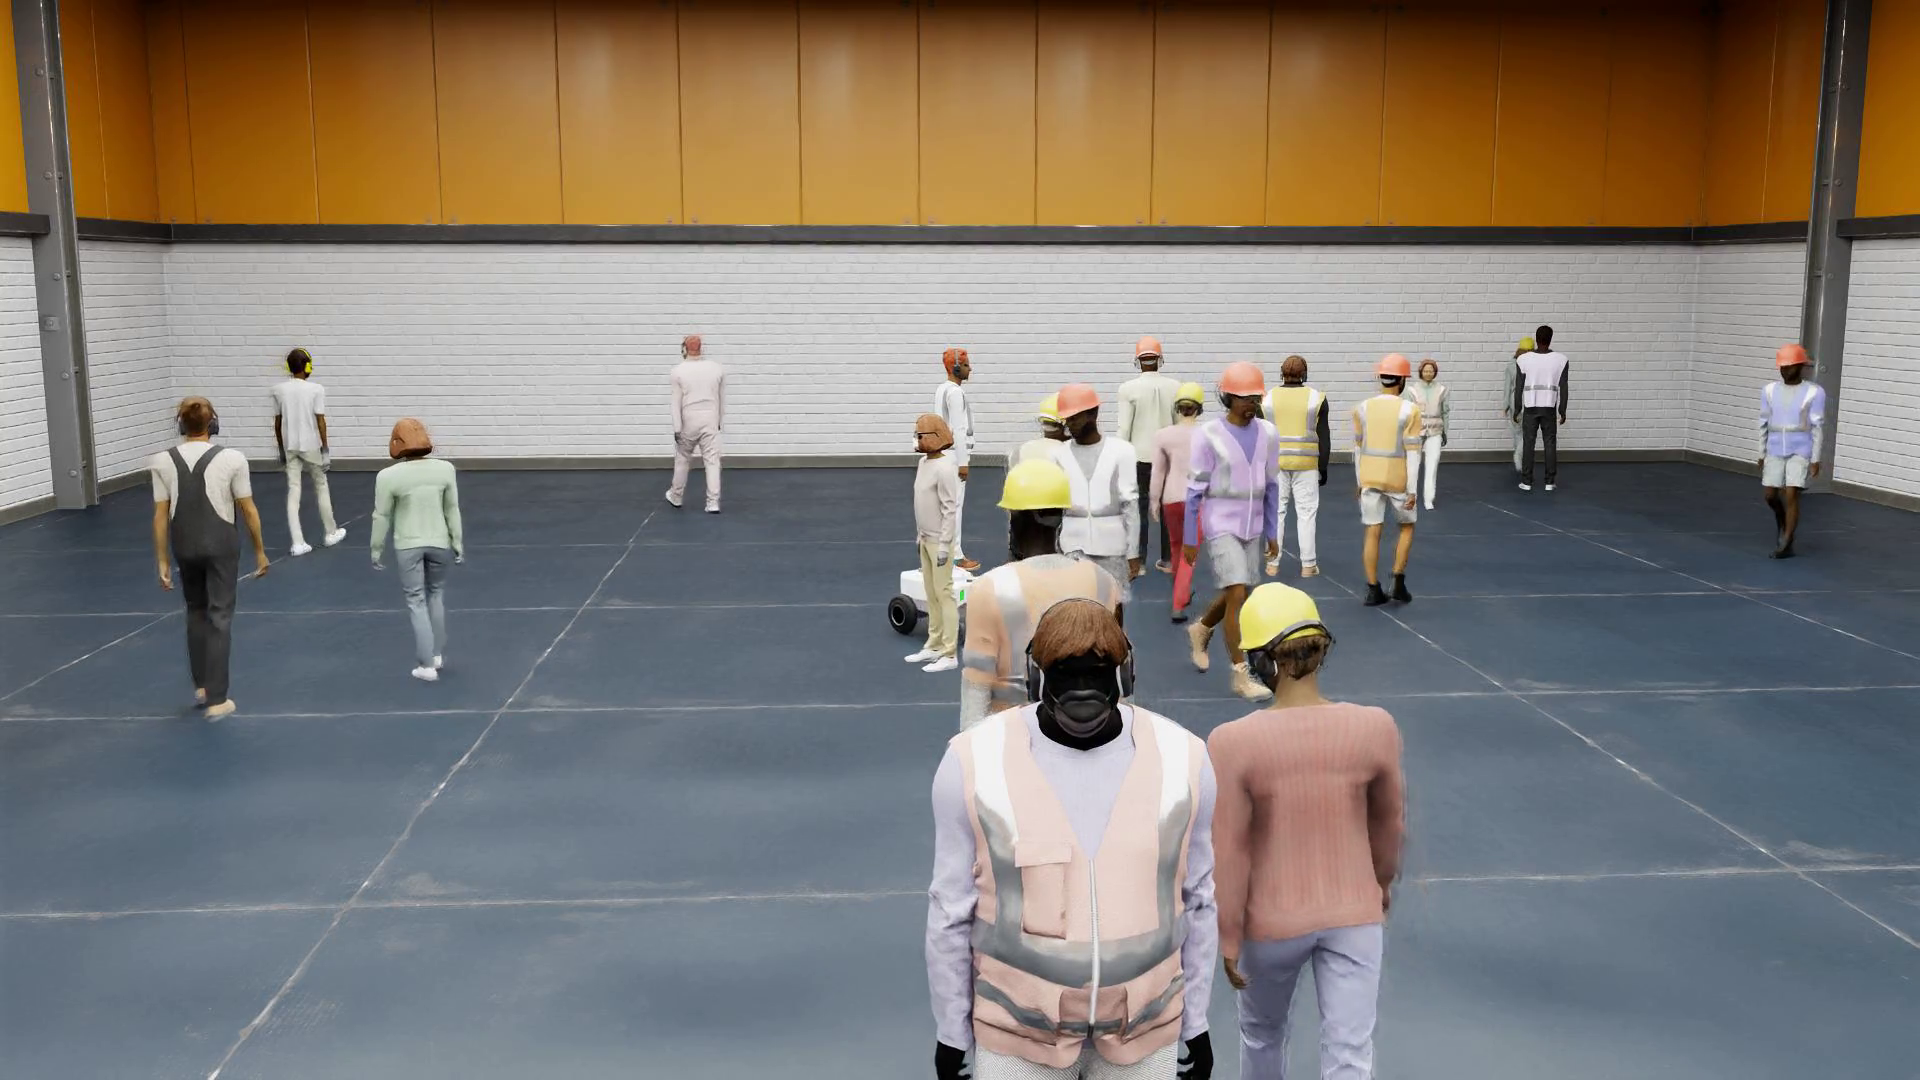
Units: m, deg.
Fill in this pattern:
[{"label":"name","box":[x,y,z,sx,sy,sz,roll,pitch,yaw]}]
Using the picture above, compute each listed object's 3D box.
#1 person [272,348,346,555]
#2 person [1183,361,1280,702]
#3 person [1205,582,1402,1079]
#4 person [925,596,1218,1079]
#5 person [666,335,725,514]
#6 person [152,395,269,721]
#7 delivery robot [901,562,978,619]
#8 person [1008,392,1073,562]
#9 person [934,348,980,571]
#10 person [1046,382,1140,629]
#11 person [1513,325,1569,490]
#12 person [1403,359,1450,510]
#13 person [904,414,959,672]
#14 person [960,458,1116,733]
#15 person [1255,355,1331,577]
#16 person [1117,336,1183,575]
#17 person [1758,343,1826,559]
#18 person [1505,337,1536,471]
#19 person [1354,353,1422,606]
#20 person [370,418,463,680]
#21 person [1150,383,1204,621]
[{"label":"person","box":[-5.928,-0.820,15.141,0.560,1.833,0.887,0,9,2]},{"label":"person","box":[1.599,-0.083,10.008,0.611,2.012,0.919,-5,10,-29]},{"label":"person","box":[0.881,0.961,4.348,0.541,1.707,0.901,0,9,1]},{"label":"person","box":[0.244,1.027,3.536,0.633,1.843,0.429,-1,9,-6]},{"label":"person","box":[-2.815,-1.230,17.643,0.654,1.863,0.937,-5,10,-27]},{"label":"person","box":[-4.266,0.085,9.529,0.538,1.818,0.751,-1,9,-4]},{"label":"delivery robot","box":[-0.089,0.350,11.514,0.477,0.478,0.707,-8,12,-40]},{"label":"person","box":[0.510,0.026,9.901,0.599,1.814,0.564,6,11,35]},{"label":"person","box":[-0.047,-0.684,14.147,0.354,1.883,0.572,-3,9,-16]},{"label":"person","box":[0.780,0.026,9.658,0.574,1.897,0.833,2,9,10]},{"label":"person","box":[6.758,-1.520,19.364,0.597,1.893,0.370,2,9,14]},{"label":"person","box":[5.025,-1.165,18.023,0.526,1.608,0.779,1,9,8]},{"label":"person","box":[-0.166,0.015,10.535,0.284,1.633,0.501,-3,10,-20]},{"label":"person","box":[0.287,0.679,5.543,0.594,1.900,0.807,-7,11,-36]},{"label":"person","box":[2.755,-0.608,13.799,0.621,1.845,0.429,3,9,17]},{"label":"person","box":[1.576,-0.700,13.908,0.612,1.991,0.392,-3,10,-19]},{"label":"person","box":[7.387,-0.796,14.778,0.588,1.918,0.548,-9,12,-43]},{"label":"person","box":[7.184,-1.734,21.249,0.502,1.730,0.664,7,11,38]},{"label":"person","box":[3.244,-0.451,12.592,0.543,1.921,0.500,6,11,34]},{"label":"person","box":[-3.410,0.047,10.344,0.531,1.616,0.558,-8,12,-40]},{"label":"person","box":[1.674,-0.290,12.206,0.523,1.713,0.923,4,10,21]}]
